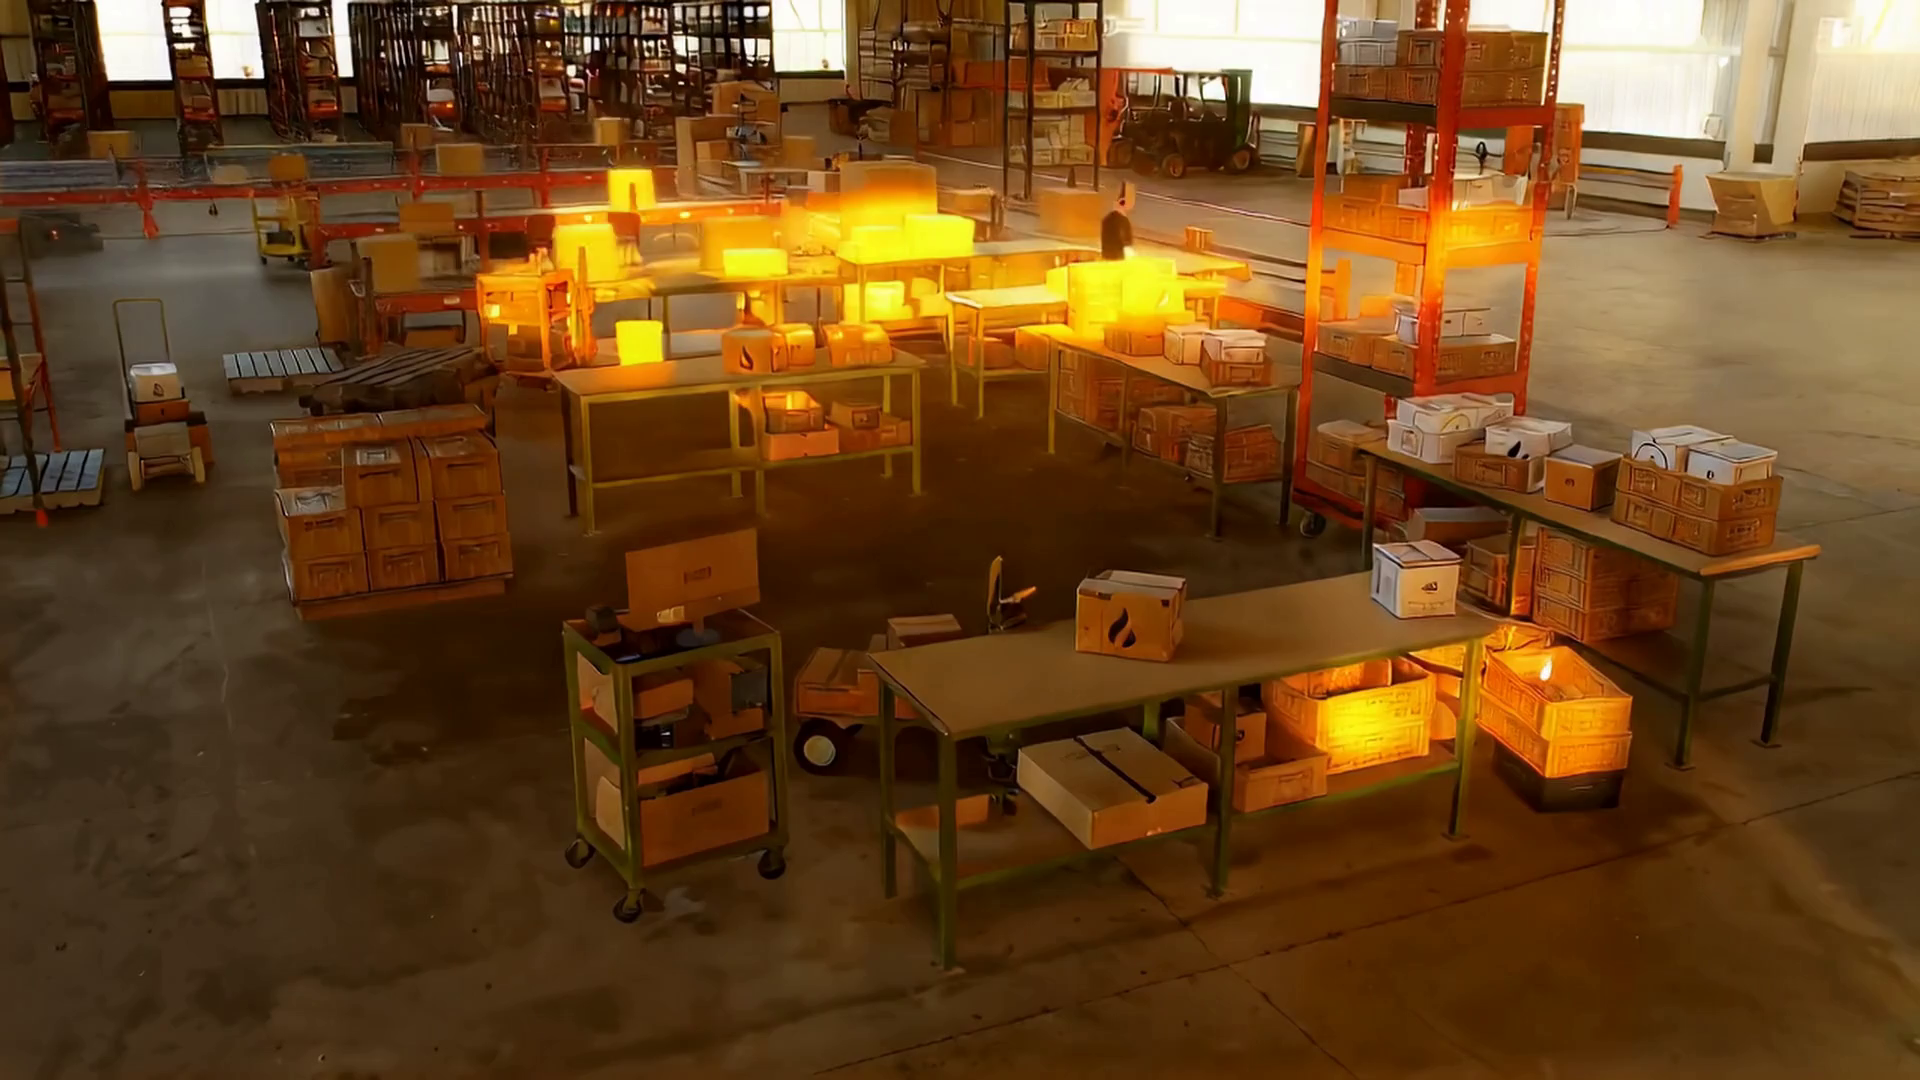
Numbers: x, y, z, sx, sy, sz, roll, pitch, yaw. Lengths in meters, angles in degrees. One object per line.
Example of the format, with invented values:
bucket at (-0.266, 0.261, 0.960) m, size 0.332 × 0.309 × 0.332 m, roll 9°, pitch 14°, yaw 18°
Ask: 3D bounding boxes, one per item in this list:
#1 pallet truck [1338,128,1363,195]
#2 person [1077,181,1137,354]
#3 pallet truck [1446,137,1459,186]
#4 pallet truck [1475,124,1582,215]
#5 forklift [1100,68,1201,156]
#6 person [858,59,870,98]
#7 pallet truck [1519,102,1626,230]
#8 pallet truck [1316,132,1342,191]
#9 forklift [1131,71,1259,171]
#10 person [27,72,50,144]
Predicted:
pallet truck at (7.845, -7.140, 31.411) m, size 1.522 × 1.261 × 0.704 m, roll -9°, pitch 20°, yaw -25°
person at (1.452, -2.489, 15.882) m, size 0.835 × 1.839 × 0.524 m, roll -6°, pitch 19°, yaw -18°
pallet truck at (9.184, -6.485, 29.328) m, size 1.630 × 1.274 × 0.653 m, roll -8°, pitch 19°, yaw -23°
pallet truck at (9.707, -6.455, 28.103) m, size 1.885 × 1.965 × 0.823 m, roll -7°, pitch 19°, yaw -20°
forklift at (4.082, -9.564, 37.410) m, size 2.680 × 1.987 × 1.157 m, roll -8°, pitch 19°, yaw -23°
person at (-2.897, -13.606, 50.631) m, size 0.383 × 1.996 × 0.609 m, roll -5°, pitch 18°, yaw -15°
pallet truck at (9.972, -6.037, 26.785) m, size 1.885 × 1.965 × 0.823 m, roll -9°, pitch 20°, yaw -25°
pallet truck at (7.723, -7.504, 32.656) m, size 1.601 × 1.201 × 0.680 m, roll -8°, pitch 19°, yaw -23°
forklift at (4.998, -8.936, 35.413) m, size 2.680 × 1.987 × 1.157 m, roll -9°, pitch 20°, yaw -25°
person at (-24.404, -11.429, 44.033) m, size 0.590 × 1.836 × 0.404 m, roll 16°, pitch 24°, yaw 41°
